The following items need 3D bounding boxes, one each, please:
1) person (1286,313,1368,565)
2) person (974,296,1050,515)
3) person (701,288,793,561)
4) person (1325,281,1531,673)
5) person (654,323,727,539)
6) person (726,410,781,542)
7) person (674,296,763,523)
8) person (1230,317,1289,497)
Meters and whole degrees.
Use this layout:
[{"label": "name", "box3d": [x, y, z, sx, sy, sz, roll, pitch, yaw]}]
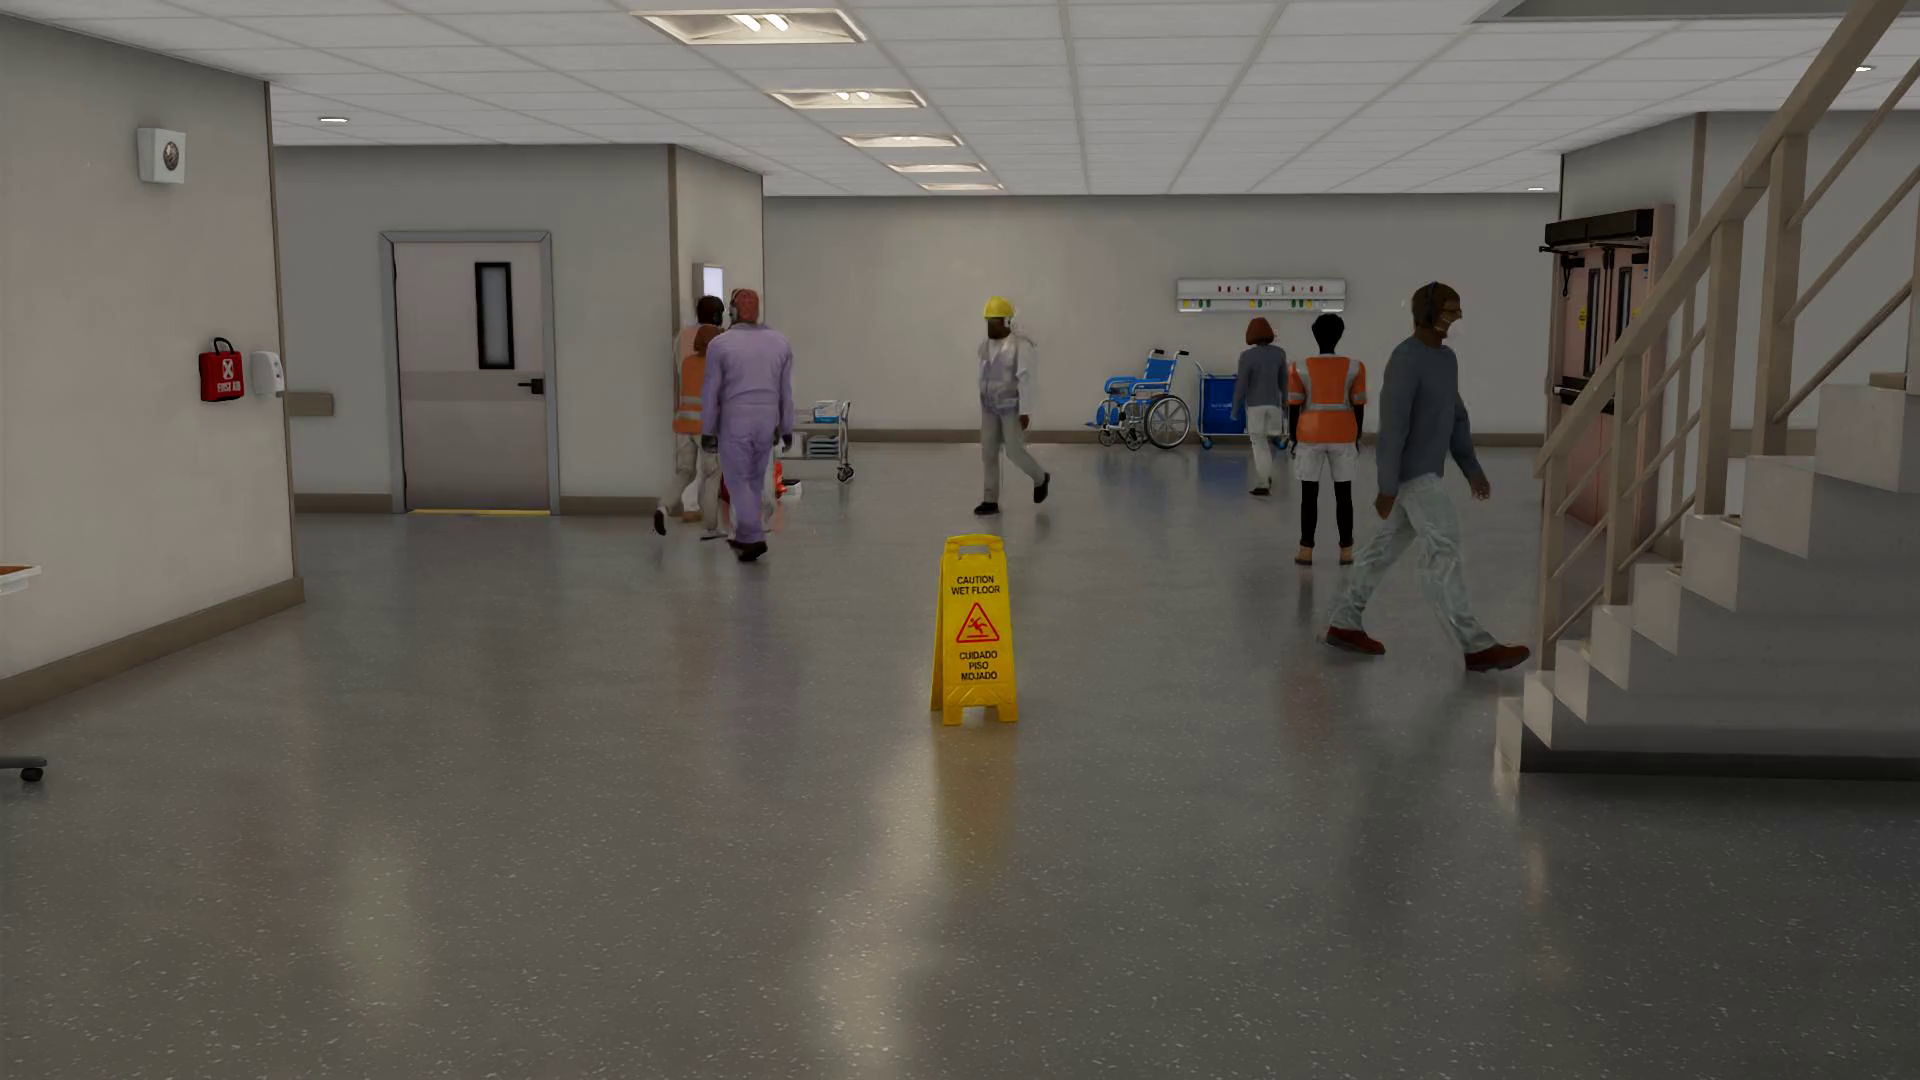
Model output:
[{"label": "person", "box3d": [2.454, -0.668, 11.166, 0.535, 1.697, 0.322, 1, 8, 7]}, {"label": "person", "box3d": [0.415, -1.120, 13.852, 0.606, 1.811, 0.706, 8, 12, 43]}, {"label": "person", "box3d": [-1.481, -0.806, 11.526, 0.660, 1.875, 0.883, -6, 10, -34]}, {"label": "person", "box3d": [2.265, -0.311, 8.141, 1.049, 1.889, 0.648, 5, 10, 29]}, {"label": "person", "box3d": [-1.959, -0.785, 12.238, 0.520, 1.611, 0.582, 5, 10, 29]}, {"label": "person", "box3d": [-1.573, -0.821, 12.461, 0.524, 1.613, 0.698, 1, 8, 5]}, {"label": "person", "box3d": [-1.962, -1.063, 13.479, 0.625, 1.803, 0.892, 5, 10, 30]}, {"label": "person", "box3d": [2.696, -1.200, 15.037, 0.522, 1.613, 0.478, -4, 9, -27]}]
